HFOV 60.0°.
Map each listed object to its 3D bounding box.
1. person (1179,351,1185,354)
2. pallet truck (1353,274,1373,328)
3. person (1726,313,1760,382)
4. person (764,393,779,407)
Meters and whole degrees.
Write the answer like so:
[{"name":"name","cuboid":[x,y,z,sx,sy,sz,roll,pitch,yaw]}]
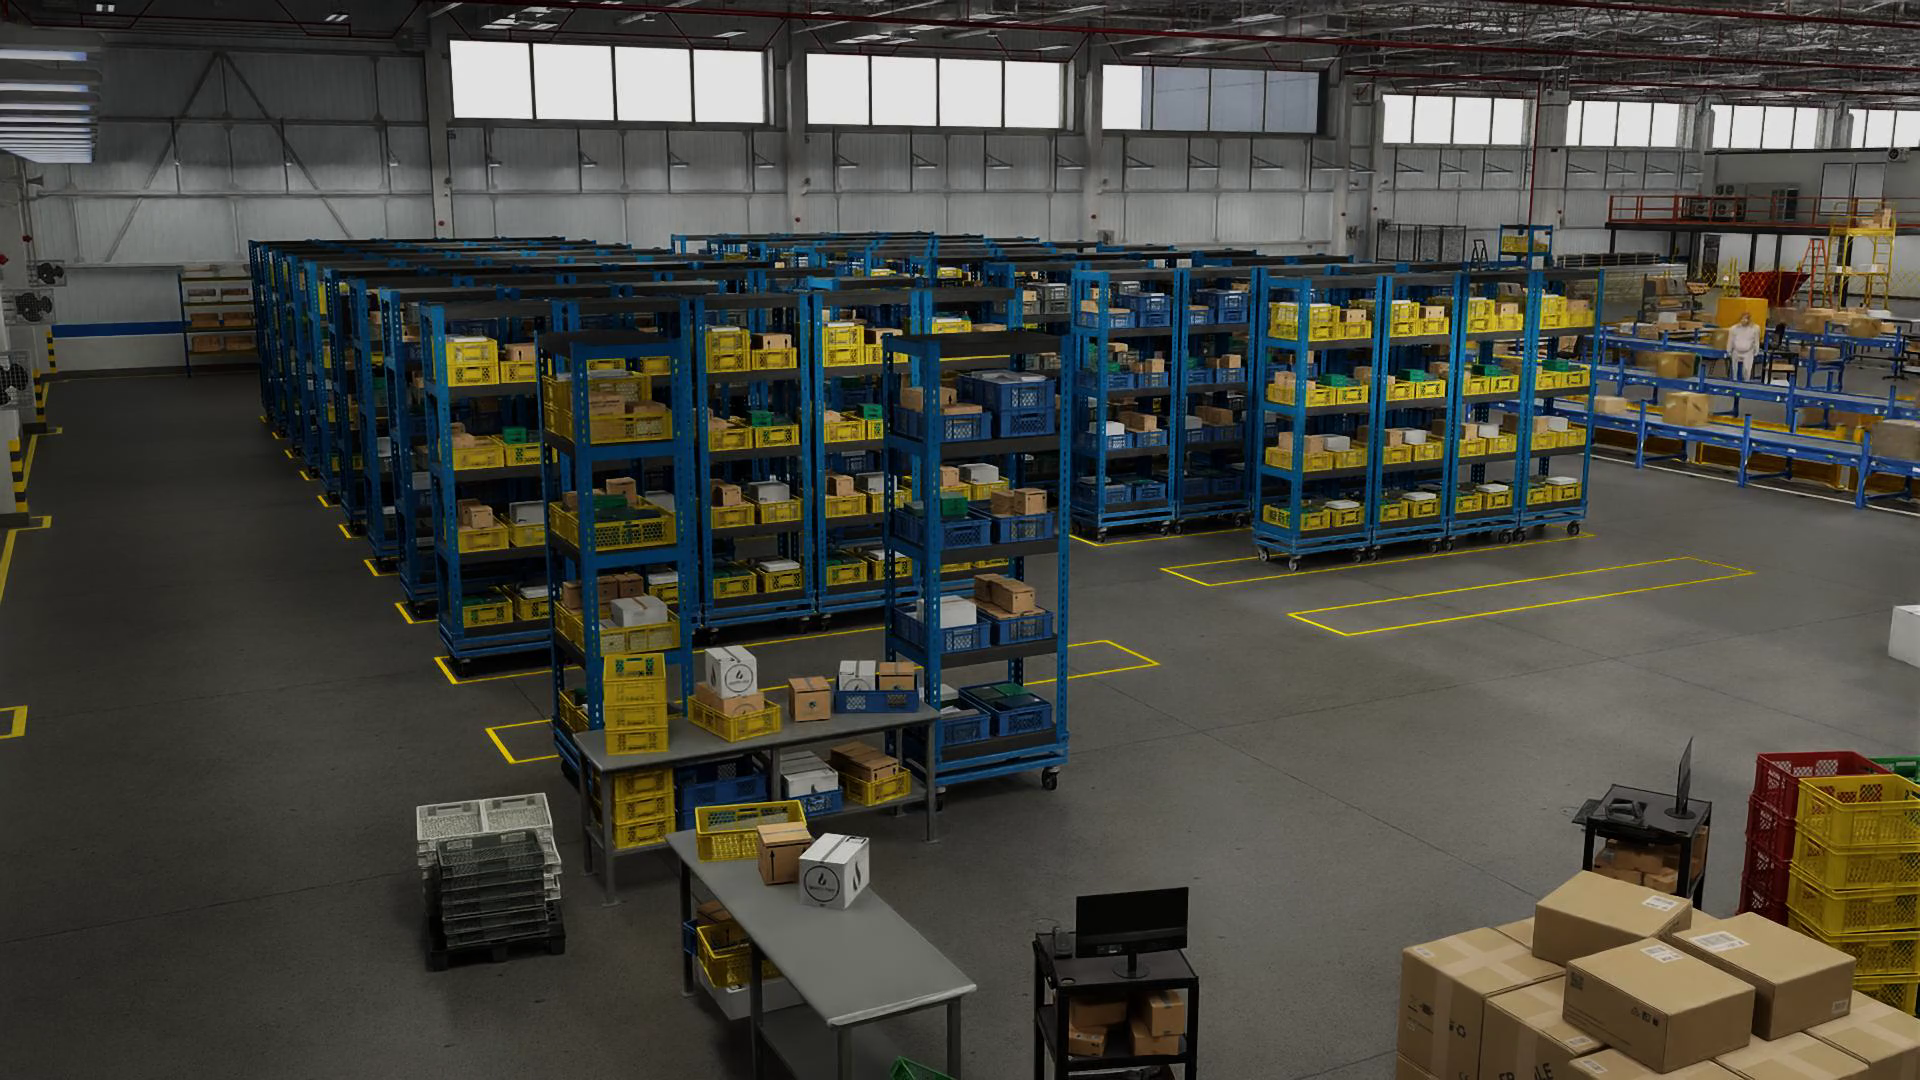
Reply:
[{"name":"person","cuboid":[5.464,-4.843,40.884,0.552,1.713,0.911,5,13,24]},{"name":"pallet truck","cuboid":[13.011,-8.050,55.243,0.823,1.965,1.885,-7,14,-28]},{"name":"person","cuboid":[17.678,-4.204,37.610,0.673,1.858,0.808,8,14,32]},{"name":"person","cuboid":[-3.255,-2.092,27.522,1.009,1.939,0.611,11,16,42]}]
